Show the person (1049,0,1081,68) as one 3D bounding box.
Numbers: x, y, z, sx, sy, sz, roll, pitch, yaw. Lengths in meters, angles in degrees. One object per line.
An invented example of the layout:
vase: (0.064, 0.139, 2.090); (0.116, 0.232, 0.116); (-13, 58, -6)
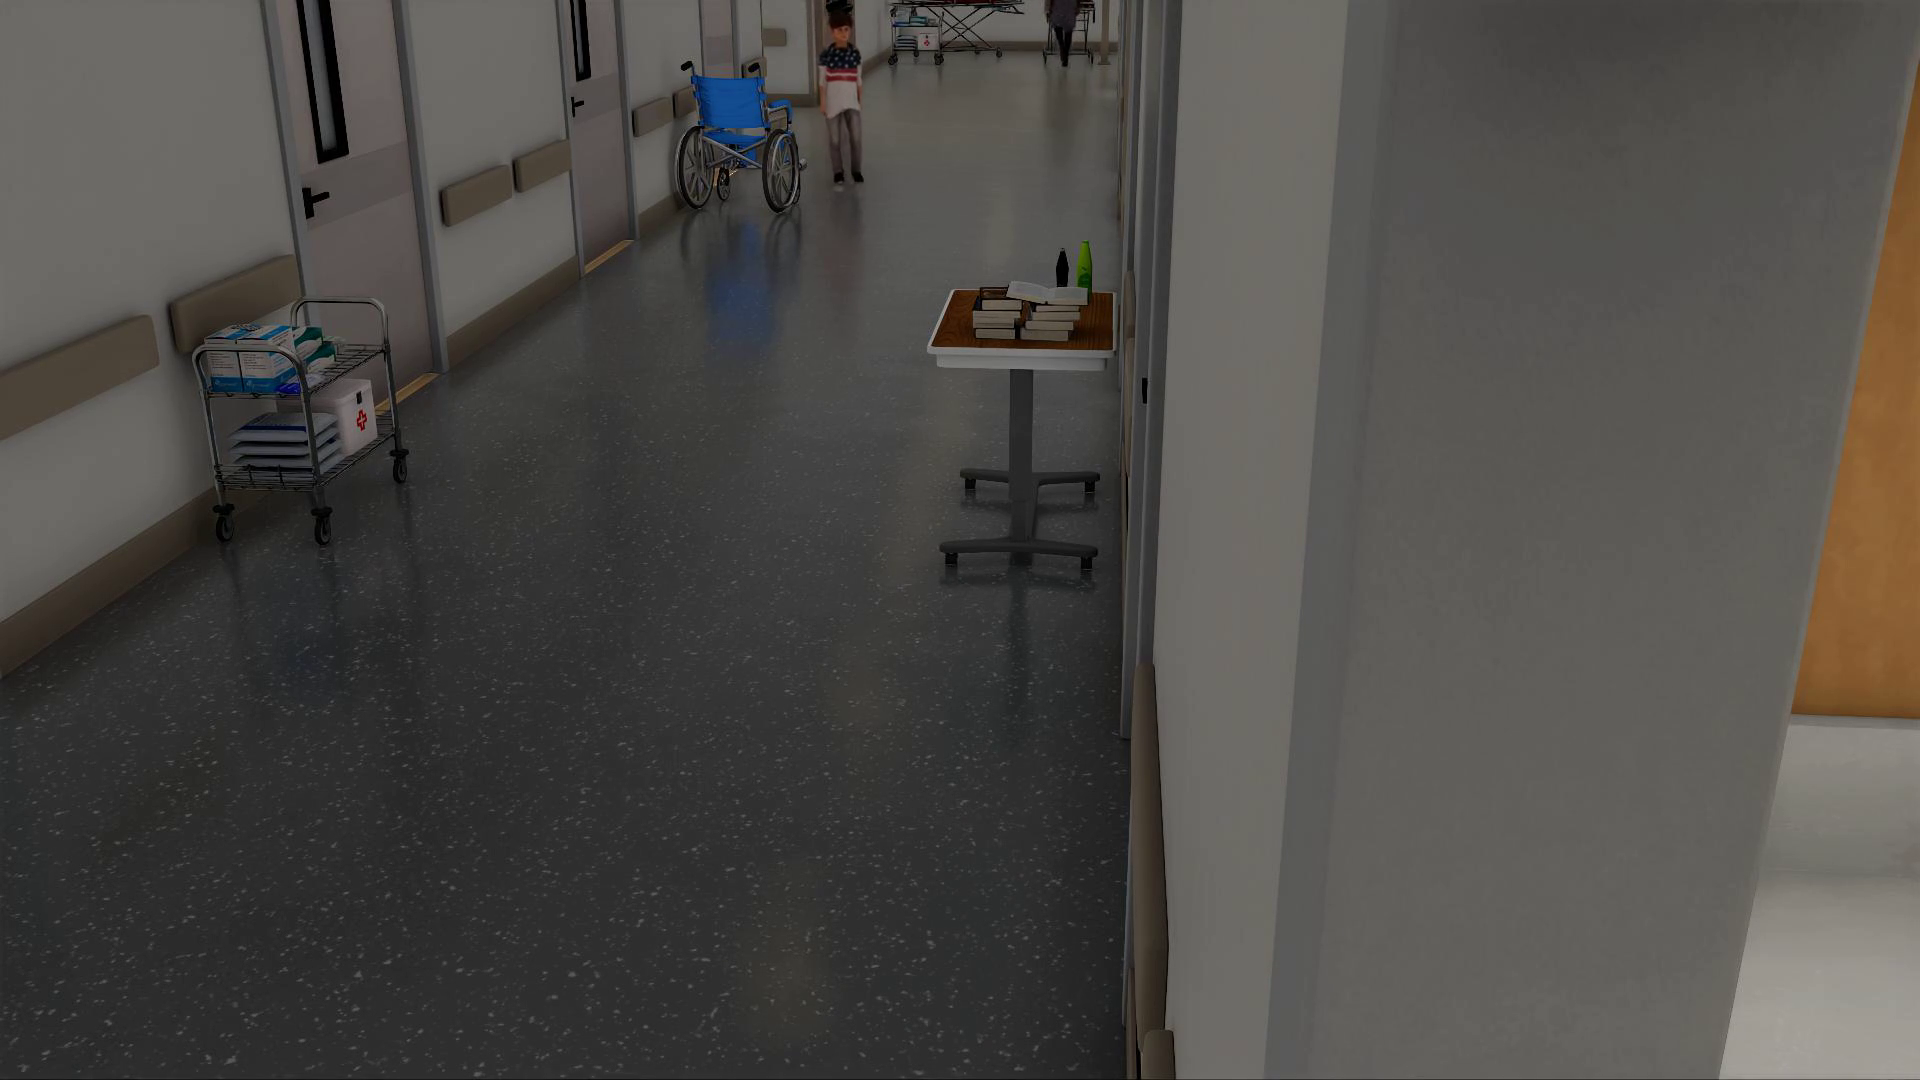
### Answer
person: (1.551, -7.872, 24.572); (0.683, 1.769, 0.942); (0, 21, -1)

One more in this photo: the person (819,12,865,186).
person: (-1.027, -3.754, 14.186); (0.615, 1.424, 0.738); (-3, 21, -8)
